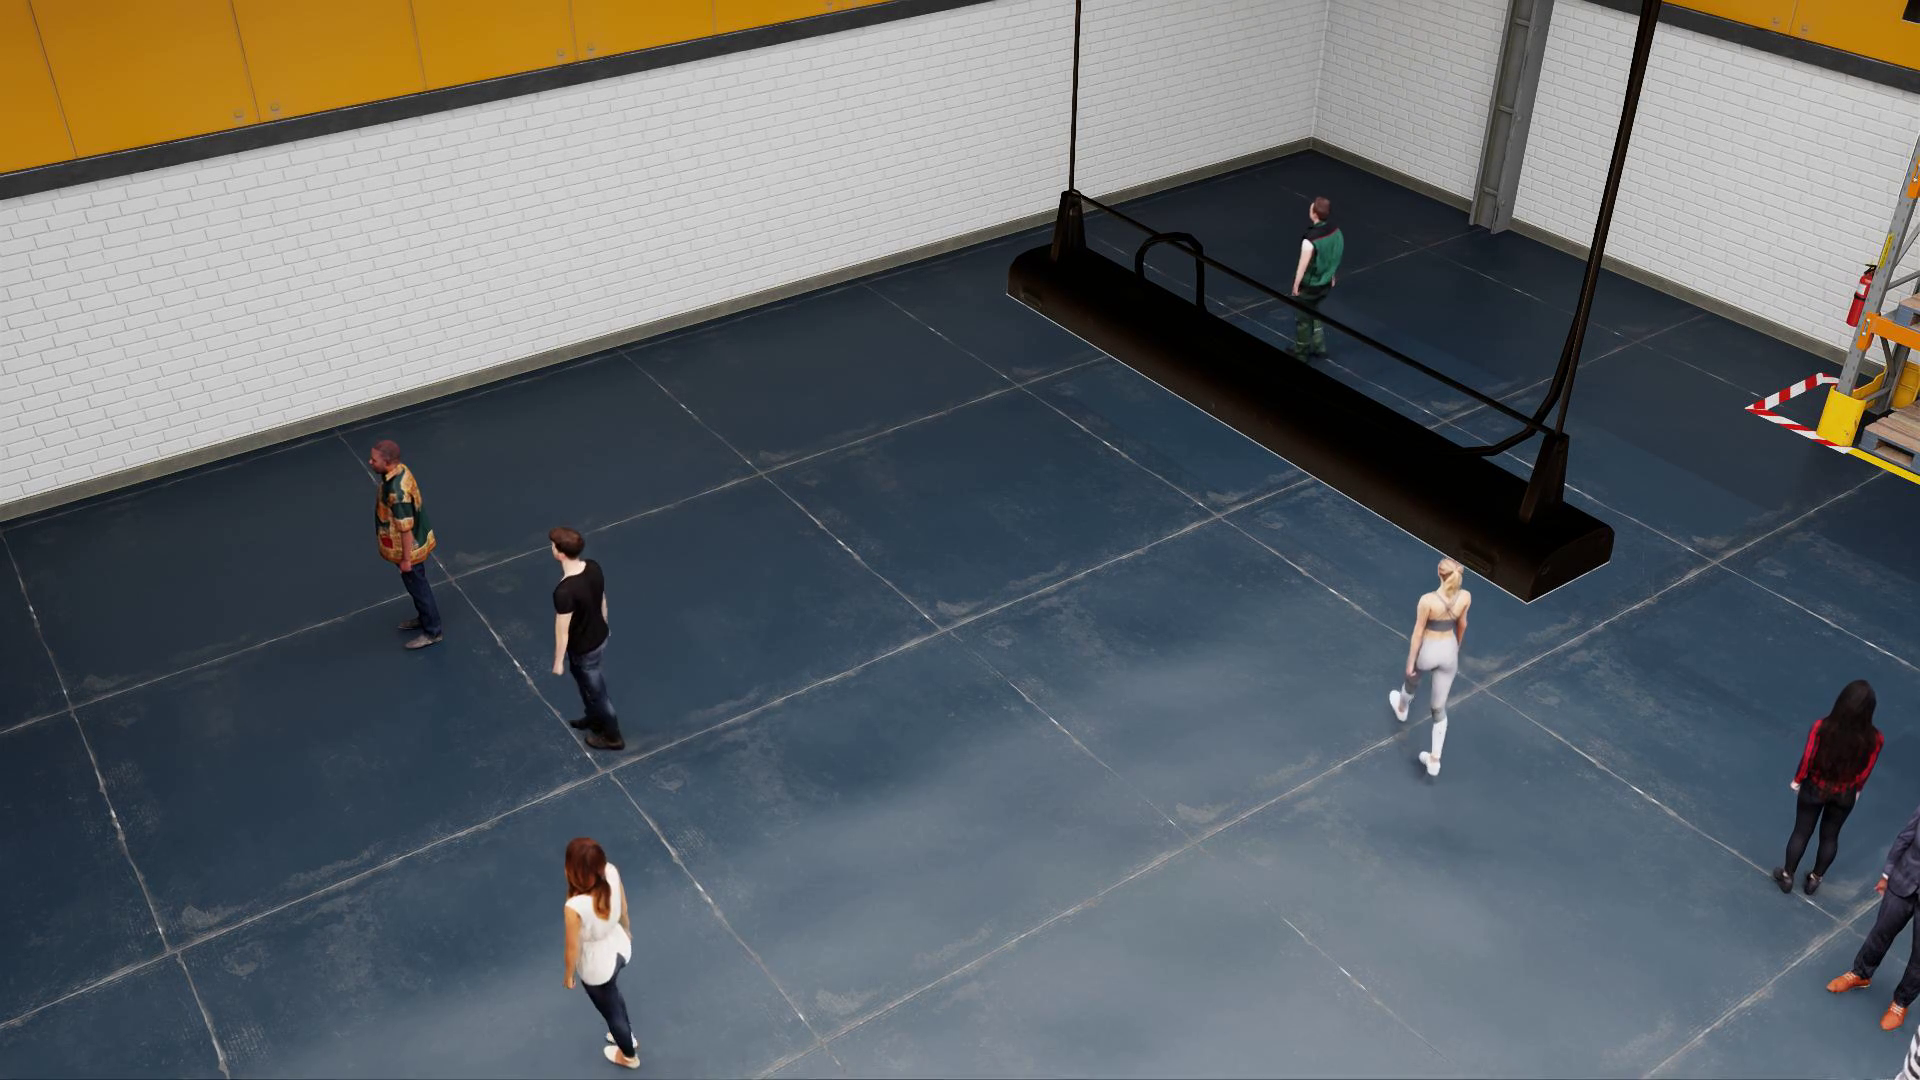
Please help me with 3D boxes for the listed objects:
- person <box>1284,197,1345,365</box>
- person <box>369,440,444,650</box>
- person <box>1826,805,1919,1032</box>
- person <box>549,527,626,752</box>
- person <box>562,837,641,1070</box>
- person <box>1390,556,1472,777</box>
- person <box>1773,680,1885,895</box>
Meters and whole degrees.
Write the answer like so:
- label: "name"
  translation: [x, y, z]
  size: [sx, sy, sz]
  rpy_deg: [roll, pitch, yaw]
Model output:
- label: "person"
  translation: [3.622, -2.585, 16.825]
  size: [0.665, 1.834, 0.701]
  rpy_deg: [-22, 40, -30]
- label: "person"
  translation: [-4.307, 0.012, 12.941]
  size: [0.807, 1.808, 0.661]
  rpy_deg: [-14, 36, -20]
- label: "person"
  translation: [5.683, 2.090, 9.799]
  size: [0.750, 1.825, 0.536]
  rpy_deg: [-19, 38, -26]
- label: "person"
  translation: [-2.564, 0.740, 11.775]
  size: [0.927, 1.886, 0.874]
  rpy_deg: [9, 35, 13]
- label: "person"
  translation: [-1.939, 2.387, 9.396]
  size: [0.721, 1.777, 0.709]
  rpy_deg: [16, 37, 23]
- label: "person"
  translation: [3.377, 0.896, 11.750]
  size: [0.976, 1.655, 1.206]
  rpy_deg: [-3, 34, -4]
- label: "person"
  translation: [5.586, 1.609, 10.679]
  size: [0.641, 1.653, 0.719]
  rpy_deg: [8, 35, 12]
